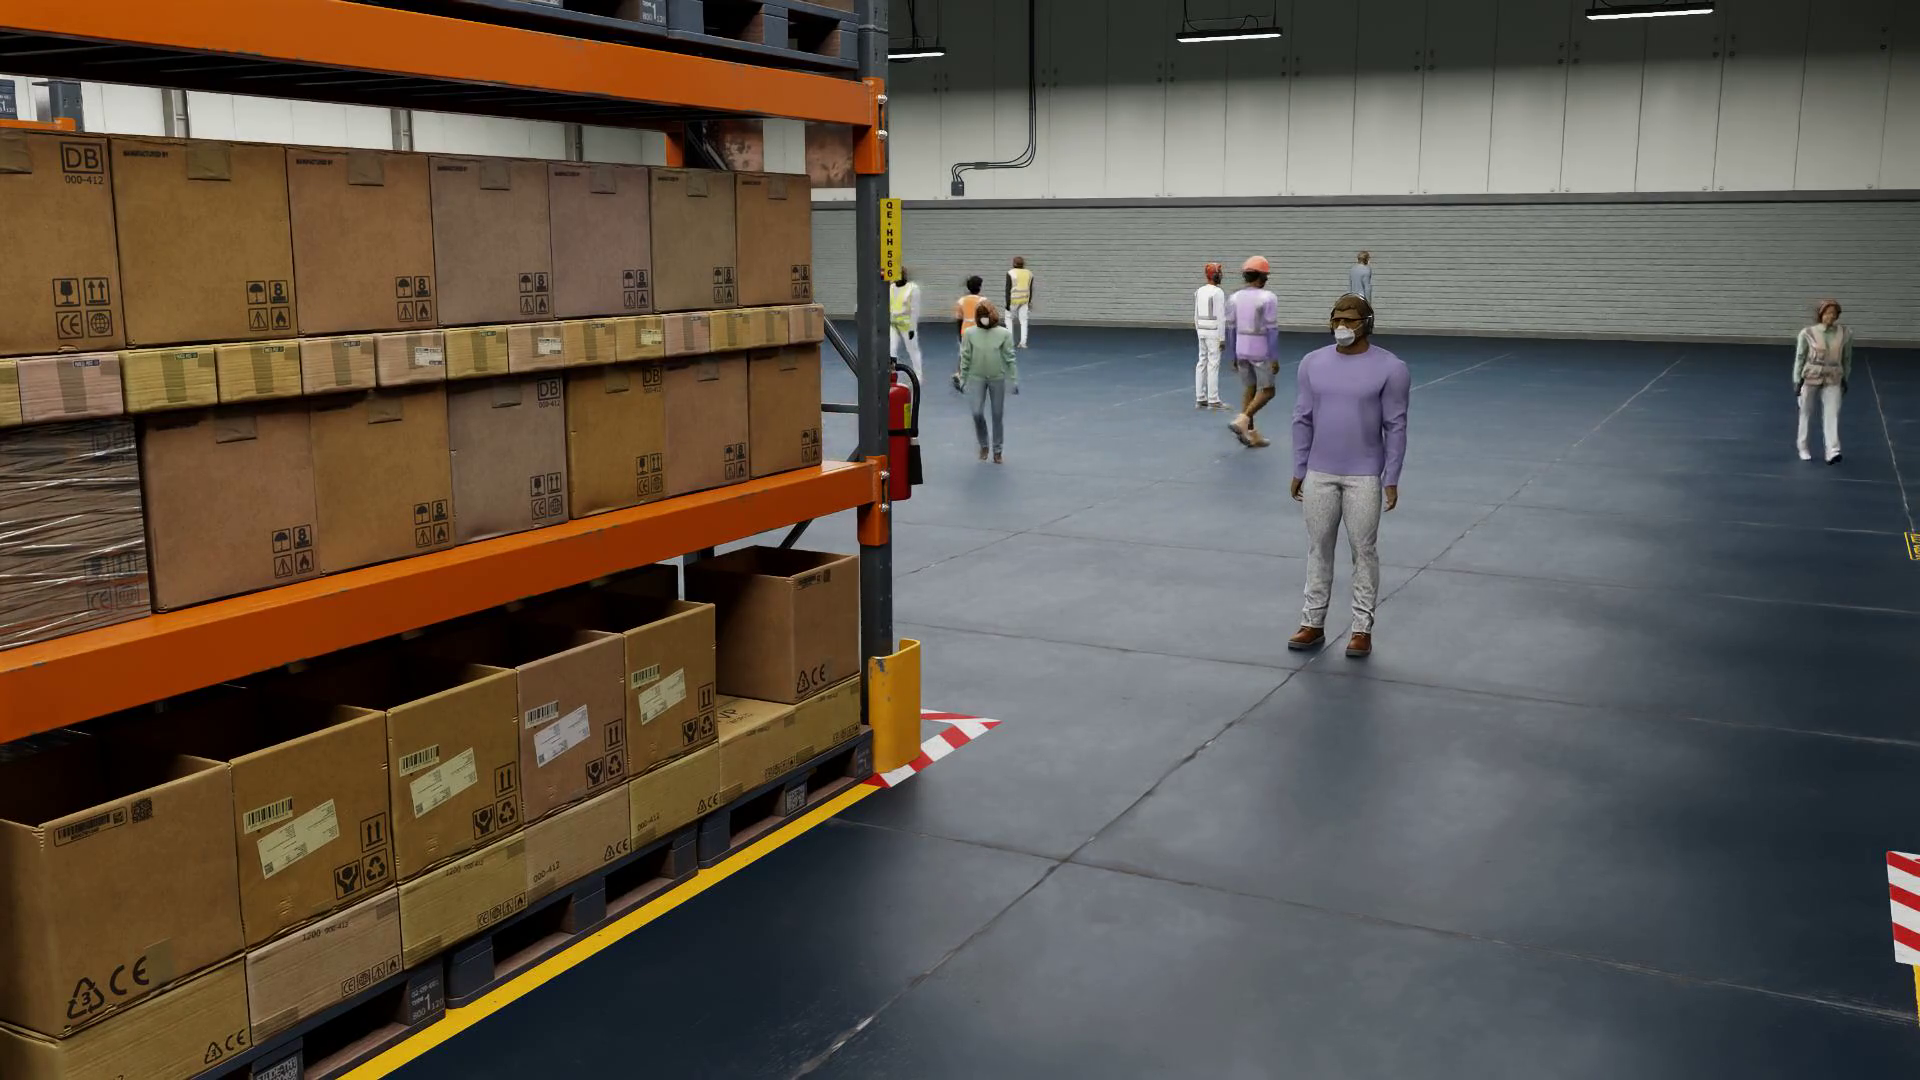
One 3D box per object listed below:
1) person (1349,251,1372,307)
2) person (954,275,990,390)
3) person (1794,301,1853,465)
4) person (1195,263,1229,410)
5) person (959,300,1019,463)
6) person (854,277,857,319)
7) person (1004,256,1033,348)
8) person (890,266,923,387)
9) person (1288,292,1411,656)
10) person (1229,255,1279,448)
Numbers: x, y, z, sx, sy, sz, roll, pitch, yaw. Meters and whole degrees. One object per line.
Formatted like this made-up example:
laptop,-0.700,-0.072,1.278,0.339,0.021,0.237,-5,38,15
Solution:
person,7.885,-4.707,32.691,0.372,1.940,0.631,-4,11,-21
person,0.174,-2.888,23.479,0.540,1.682,0.540,6,12,30
person,8.471,-1.539,16.326,0.540,1.589,0.875,2,11,12
person,3.250,-2.624,21.486,0.356,1.883,0.573,-5,12,-26
person,0.294,-1.550,16.345,0.609,1.608,0.400,1,10,3
person,-1.633,-4.183,29.930,0.603,1.894,0.686,5,11,24
person,1.119,-4.769,33.365,0.645,1.818,0.725,-5,12,-27
person,-0.887,-3.117,24.435,0.634,1.787,0.966,8,13,37
person,2.068,-0.348,8.919,0.627,1.940,0.371,6,12,31
person,3.058,-1.954,17.414,0.587,2.029,0.641,-8,13,-38
